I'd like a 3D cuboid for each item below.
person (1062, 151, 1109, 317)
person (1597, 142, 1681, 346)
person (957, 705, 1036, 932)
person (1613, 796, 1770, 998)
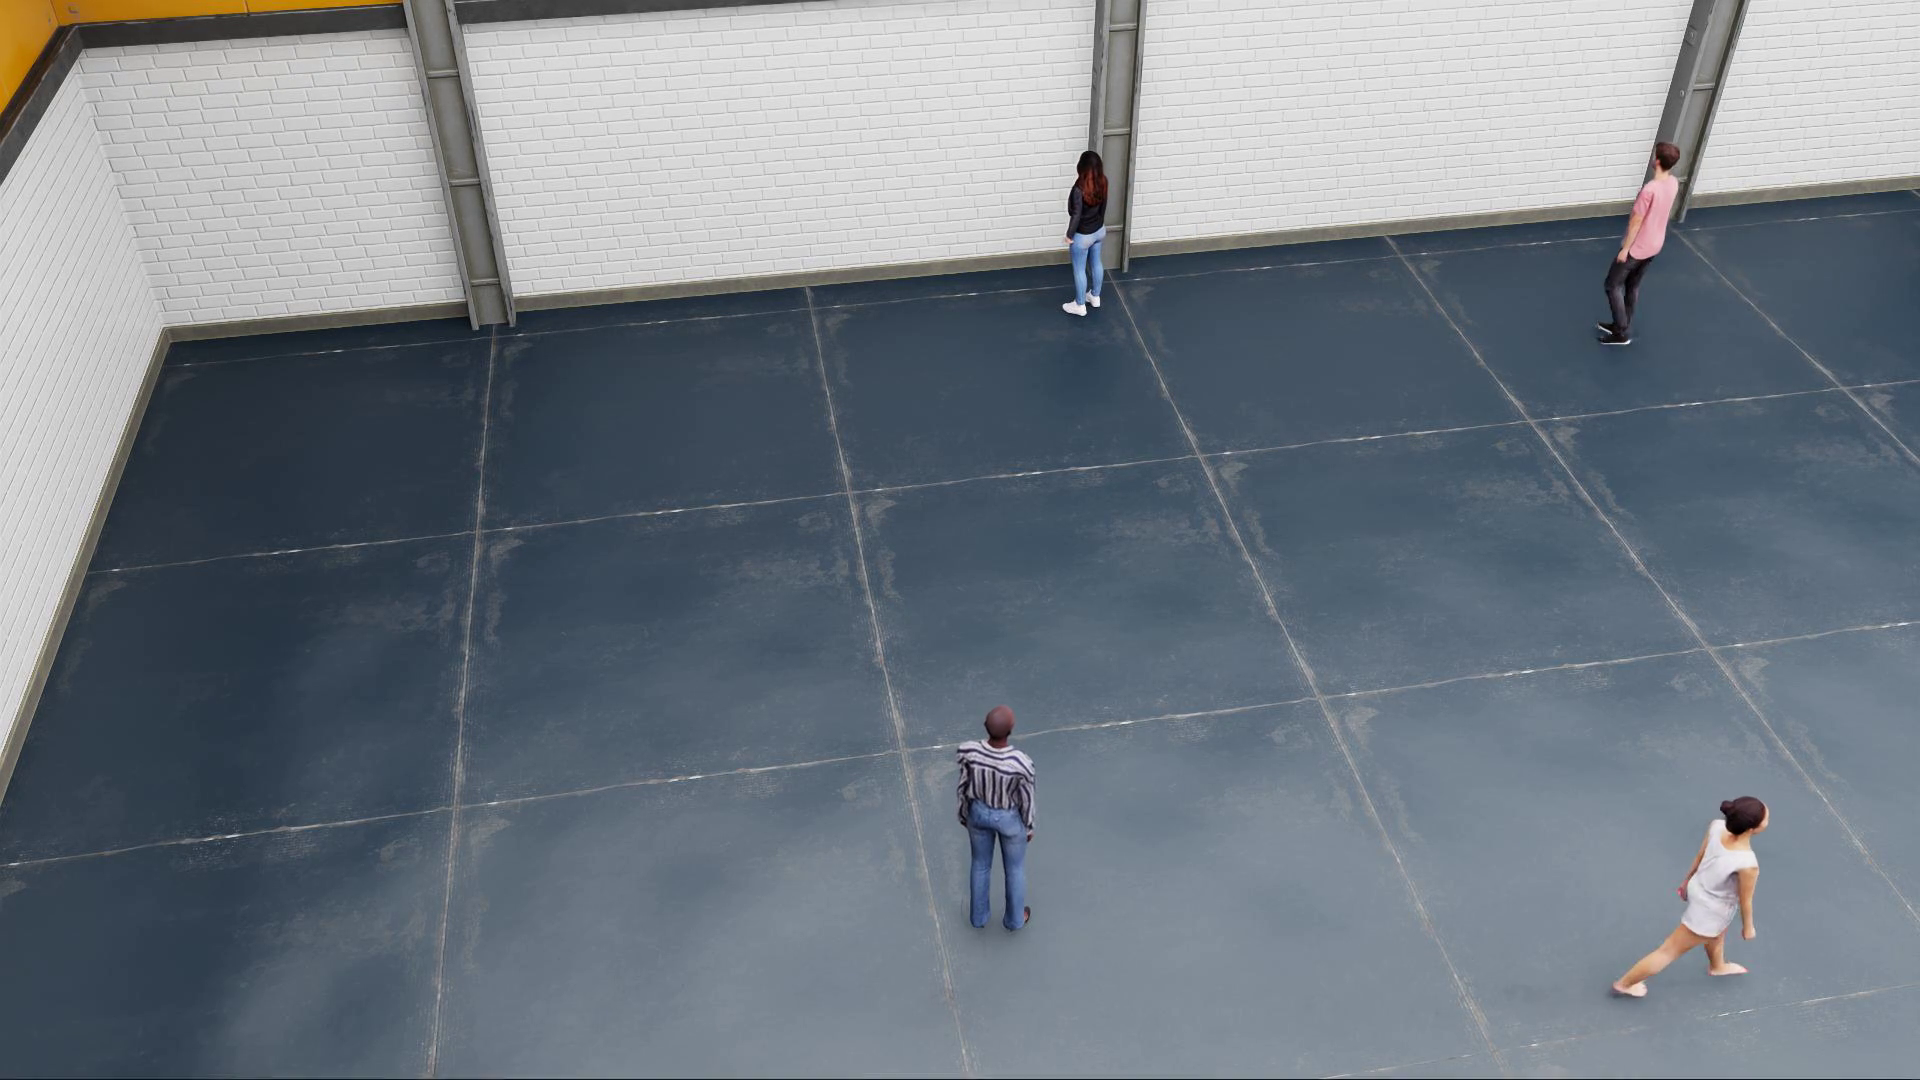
[{"bbox_3d":[1.188,-2.882,15.552,0.685,1.634,0.780,-32,48,-33],"label":"person"},{"bbox_3d":[6.173,-2.627,14.976,0.771,1.955,0.857,-26,45,-28],"label":"person"},{"bbox_3d":[0.220,1.651,9.747,0.632,1.794,0.754,11,40,14],"label":"person"},{"bbox_3d":[4.166,2.075,9.406,1.100,1.558,0.645,-3,39,-3],"label":"person"}]
